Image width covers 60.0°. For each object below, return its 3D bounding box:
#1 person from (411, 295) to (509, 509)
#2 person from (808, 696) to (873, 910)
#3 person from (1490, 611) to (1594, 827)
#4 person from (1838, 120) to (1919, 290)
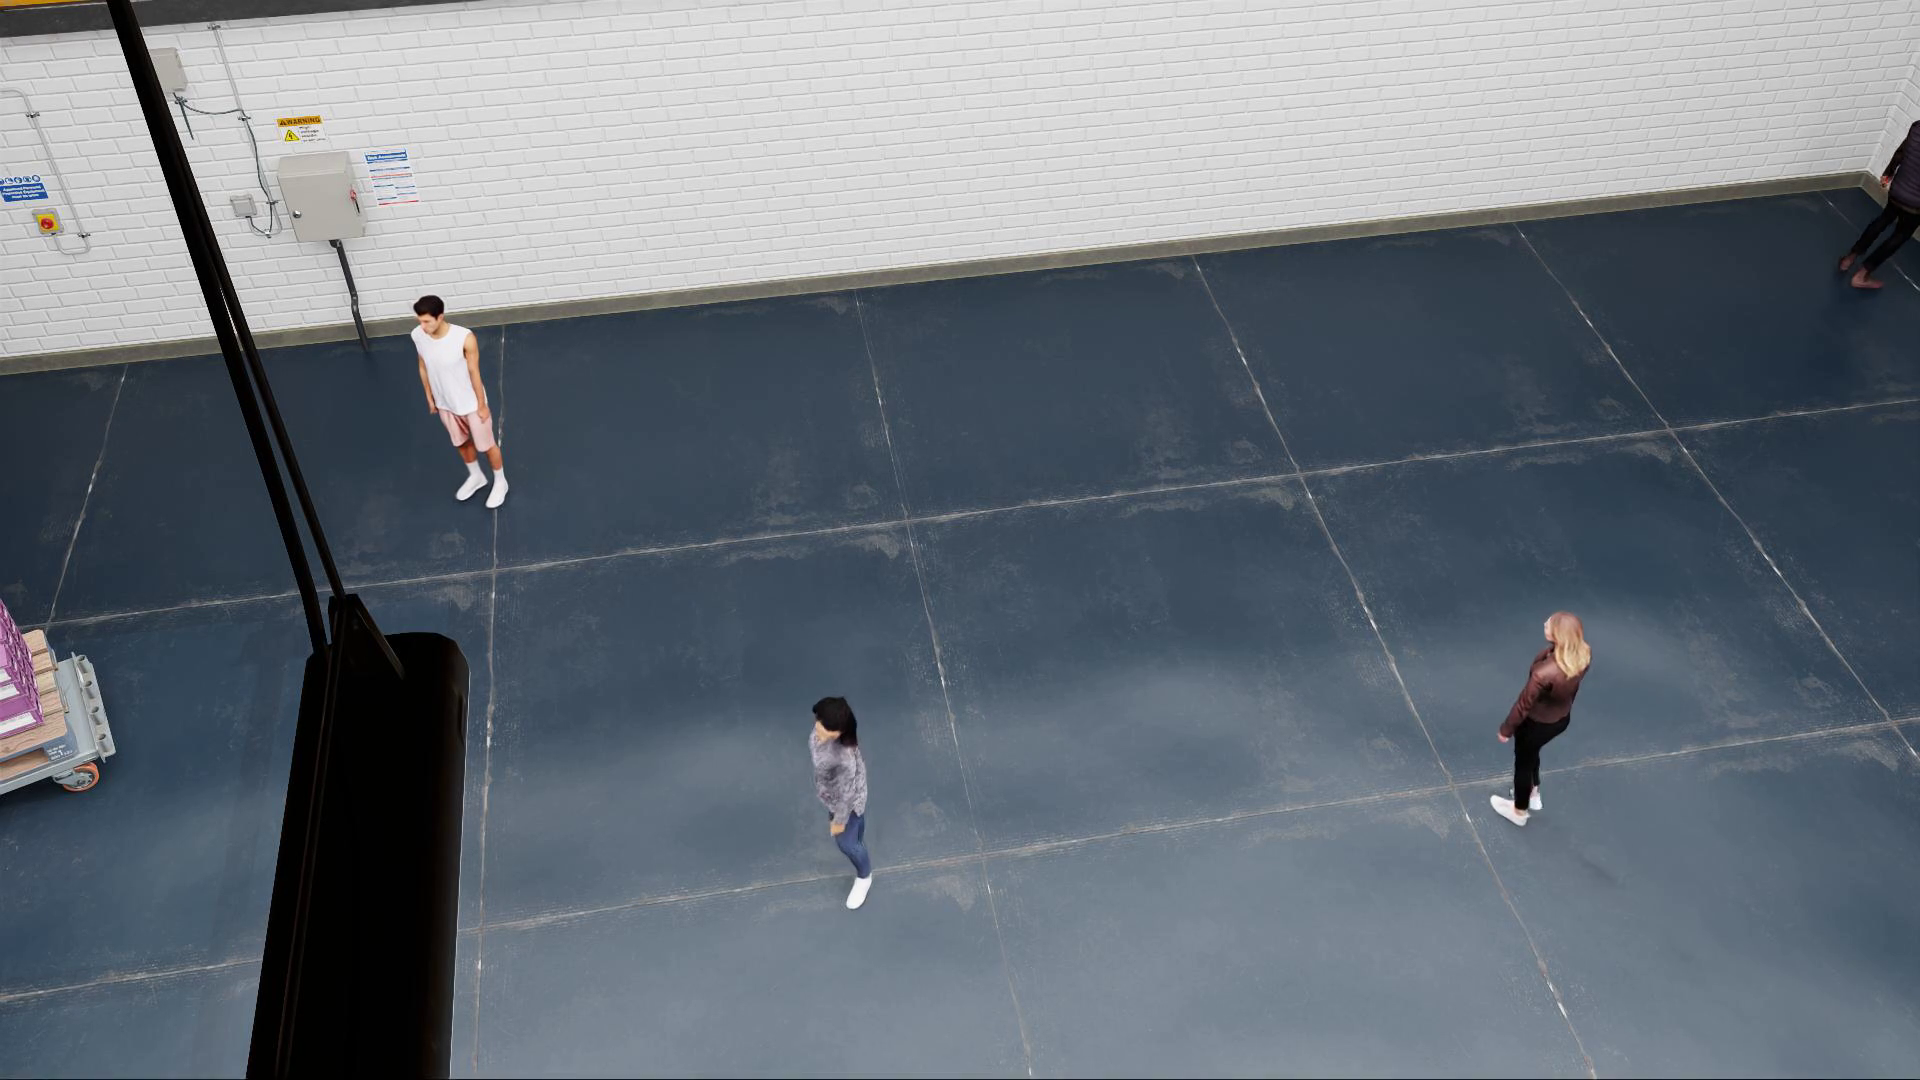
[{"bbox_3d":[-3.528,-1.015,11.786,0.735,1.779,0.735,11,45,11],"label":"person"},{"bbox_3d":[-0.645,1.340,9.366,0.850,1.708,0.500,-3,44,-3],"label":"person"},{"bbox_3d":[3.434,1.098,9.633,0.721,1.689,0.727,-27,50,-26],"label":"person"},{"bbox_3d":[7.796,-2.836,13.687,0.913,1.793,0.603,-22,48,-22],"label":"person"}]
